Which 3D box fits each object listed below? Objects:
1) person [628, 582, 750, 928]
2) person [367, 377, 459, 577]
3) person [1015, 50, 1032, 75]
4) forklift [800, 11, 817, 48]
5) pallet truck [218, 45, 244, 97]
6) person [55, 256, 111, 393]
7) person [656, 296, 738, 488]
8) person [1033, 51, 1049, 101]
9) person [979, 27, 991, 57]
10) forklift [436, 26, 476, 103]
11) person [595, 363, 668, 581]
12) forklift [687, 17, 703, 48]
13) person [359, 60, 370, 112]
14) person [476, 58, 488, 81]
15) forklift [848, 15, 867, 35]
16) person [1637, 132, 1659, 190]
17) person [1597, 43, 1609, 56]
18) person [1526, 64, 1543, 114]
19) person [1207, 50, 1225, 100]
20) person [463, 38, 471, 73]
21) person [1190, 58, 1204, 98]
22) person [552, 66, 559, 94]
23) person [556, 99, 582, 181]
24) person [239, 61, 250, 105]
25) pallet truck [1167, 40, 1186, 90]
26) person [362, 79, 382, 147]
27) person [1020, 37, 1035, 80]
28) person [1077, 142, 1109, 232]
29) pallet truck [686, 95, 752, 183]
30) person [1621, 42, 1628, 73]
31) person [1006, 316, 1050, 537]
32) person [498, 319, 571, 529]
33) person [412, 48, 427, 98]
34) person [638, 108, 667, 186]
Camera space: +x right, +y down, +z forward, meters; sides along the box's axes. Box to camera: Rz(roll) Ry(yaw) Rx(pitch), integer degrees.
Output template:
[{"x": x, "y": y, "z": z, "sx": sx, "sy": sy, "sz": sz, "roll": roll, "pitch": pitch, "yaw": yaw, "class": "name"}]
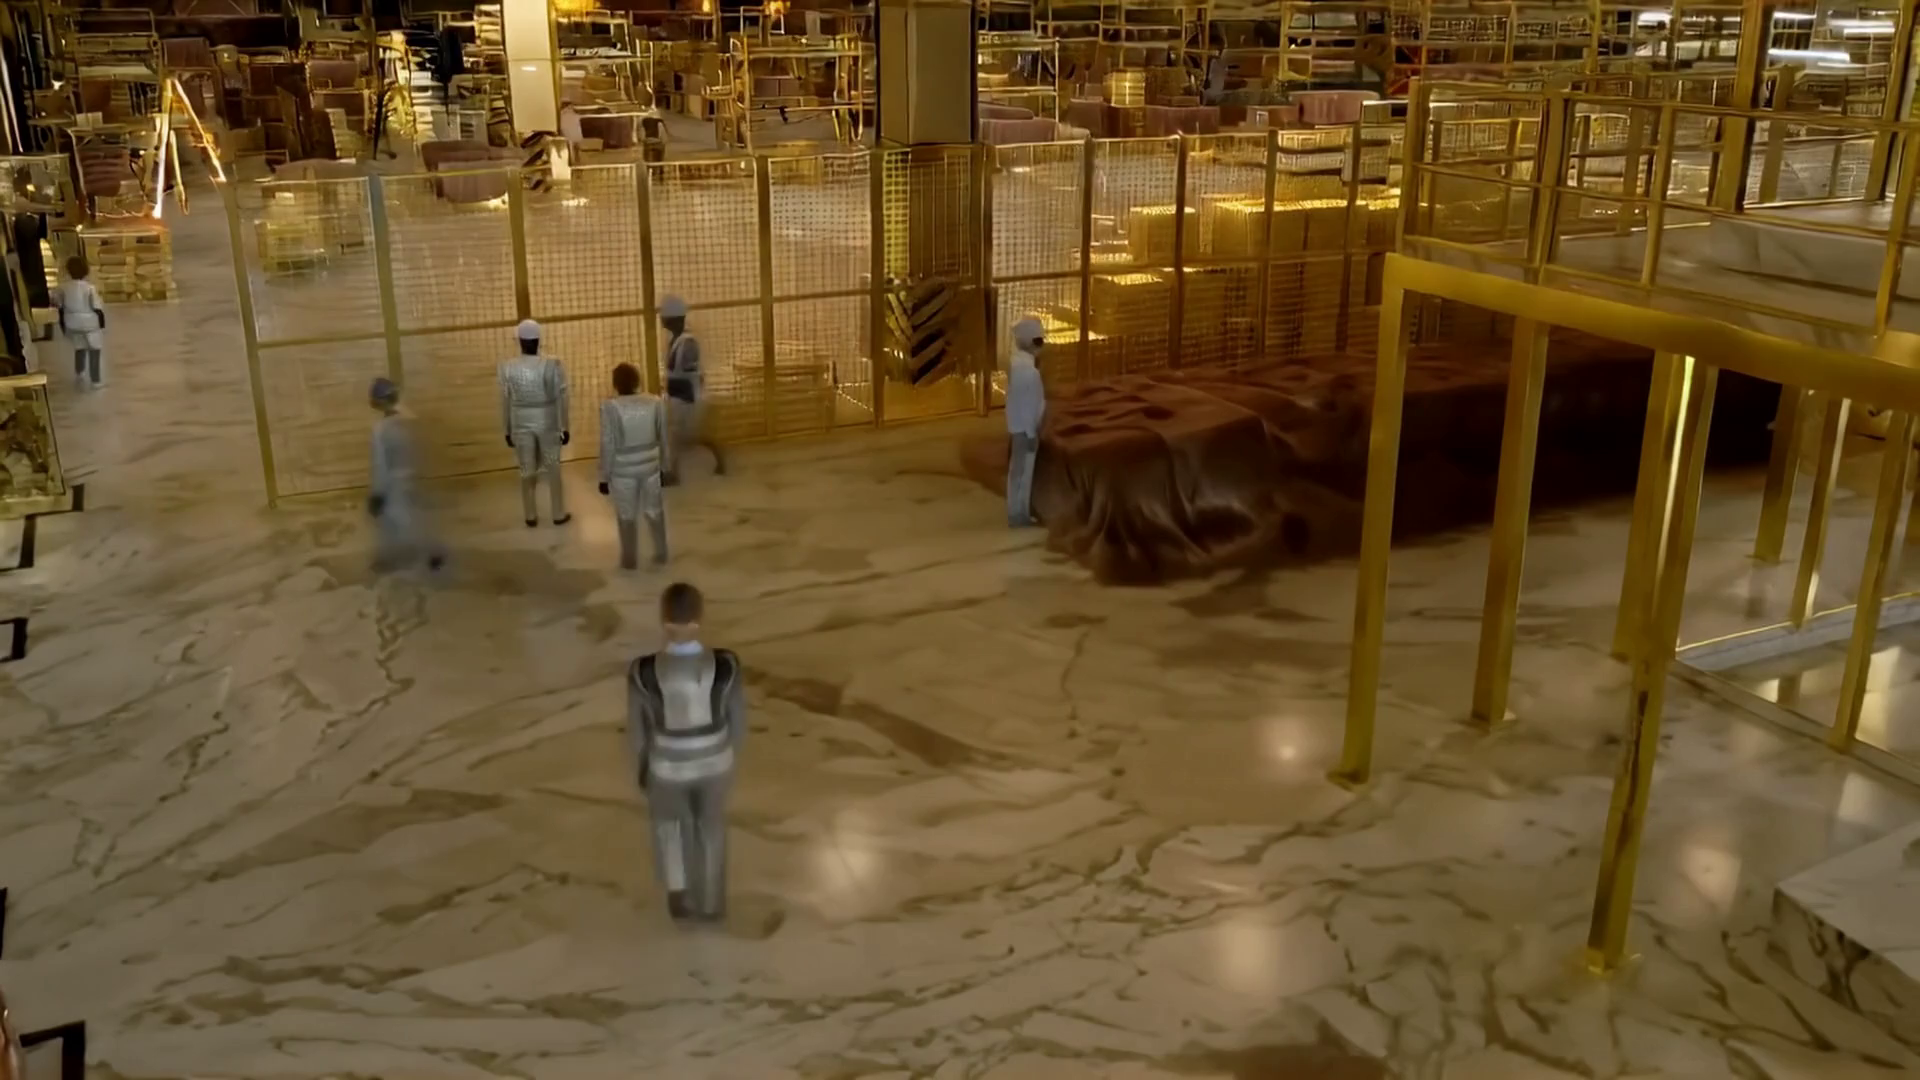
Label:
[{"x": -1.414, "y": 1.141, "z": 8.790, "sx": 0.621, "sy": 1.928, "sz": 0.444, "roll": -3, "pitch": 19, "yaw": -8, "class": "person"}, {"x": -4.643, "y": -0.511, "z": 13.881, "sx": 0.808, "sy": 1.734, "sz": 0.525, "roll": 10, "pitch": 21, "yaw": 27, "class": "person"}, {"x": 2.993, "y": -22.970, "z": 79.192, "sx": 0.836, "sy": 1.600, "sz": 0.518, "roll": -6, "pitch": 20, "yaw": -16, "class": "person"}, {"x": -7.422, "y": -24.767, "z": 82.464, "sx": 1.873, "sy": 2.768, "sz": 1.129, "roll": -9, "pitch": 21, "yaw": -25, "class": "forklift"}, {"x": -28.879, "y": -18.665, "z": 66.111, "sx": 0.823, "sy": 1.965, "sz": 1.885, "roll": -3, "pitch": 19, "yaw": -9, "class": "pallet truck"}, {"x": -10.498, "y": -2.569, "z": 19.918, "sx": 0.585, "sy": 1.680, "sz": 0.408, "roll": 2, "pitch": 19, "yaw": 6, "class": "person"}, {"x": -2.656, "y": -1.480, "z": 16.448, "sx": 0.882, "sy": 1.908, "sz": 0.553, "roll": -9, "pitch": 21, "yaw": -26, "class": "person"}, {"x": 3.076, "y": -17.661, "z": 63.344, "sx": 0.611, "sy": 1.901, "sz": 0.494, "roll": 0, "pitch": 19, "yaw": -1, "class": "person"}, {"x": 1.274, "y": -24.983, "z": 84.427, "sx": 0.611, "sy": 1.996, "sz": 0.379, "roll": 8, "pitch": 21, "yaw": 22, "class": "person"}, {"x": -18.846, "y": -17.774, "z": 62.194, "sx": 1.873, "sy": 2.768, "sz": 1.129, "roll": 3, "pitch": 19, "yaw": 10, "class": "forklift"}, {"x": -2.734, "y": -0.568, "z": 13.891, "sx": 0.624, "sy": 1.841, "sz": 0.430, "roll": -12, "pitch": 22, "yaw": -30, "class": "person"}, {"x": -11.460, "y": -21.235, "z": 72.226, "sx": 1.873, "sy": 2.768, "sz": 1.129, "roll": -9, "pitch": 21, "yaw": -25, "class": "forklift"}, {"x": -21.059, "y": -16.065, "z": 58.873, "sx": 0.535, "sy": 1.792, "sz": 0.952, "roll": 7, "pitch": 20, "yaw": 19, "class": "person"}, {"x": -17.578, "y": -16.869, "z": 61.296, "sx": 0.363, "sy": 1.730, "sz": 0.570, "roll": 11, "pitch": 22, "yaw": 28, "class": "person"}, {"x": -4.705, "y": -22.817, "z": 76.811, "sx": 1.129, "sy": 2.768, "sz": 1.873, "roll": 0, "pitch": 19, "yaw": -1, "class": "forklift"}, {"x": 12.921, "y": -6.721, "z": 31.493, "sx": 0.968, "sy": 2.006, "sz": 0.617, "roll": 7, "pitch": 20, "yaw": 19, "class": "person"}, {"x": 29.667, "y": -22.207, "z": 76.705, "sx": 0.595, "sy": 1.778, "sz": 0.982, "roll": -2, "pitch": 19, "yaw": -5, "class": "person"}, {"x": 20.094, "y": -15.736, "z": 58.078, "sx": 0.532, "sy": 1.693, "sz": 0.319, "roll": 14, "pitch": 23, "yaw": 35, "class": "person"}, {"x": 9.946, "y": -18.080, "z": 64.628, "sx": 0.657, "sy": 1.865, "sz": 0.976, "roll": -9, "pitch": 21, "yaw": -25, "class": "person"}, {"x": -21.748, "y": -21.196, "z": 73.558, "sx": 0.374, "sy": 1.932, "sz": 0.544, "roll": -3, "pitch": 19, "yaw": -9, "class": "person"}, {"x": 8.790, "y": -17.002, "z": 61.737, "sx": 0.540, "sy": 1.698, "sz": 0.317, "roll": -10, "pitch": 21, "yaw": -26, "class": "person"}, {"x": -14.441, "y": -15.986, "z": 58.504, "sx": 0.644, "sy": 1.900, "sz": 0.999, "roll": -11, "pitch": 22, "yaw": -28, "class": "person"}, {"x": -9.321, "y": -9.466, "z": 39.480, "sx": 0.642, "sy": 1.968, "sz": 0.690, "roll": -9, "pitch": 21, "yaw": -25, "class": "person"}, {"x": -26.364, "y": -16.865, "z": 61.474, "sx": 0.705, "sy": 1.617, "sz": 0.525, "roll": 5, "pitch": 20, "yaw": 15, "class": "person"}, {"x": 9.045, "y": -19.971, "z": 69.895, "sx": 0.823, "sy": 1.965, "sz": 1.885, "roll": -3, "pitch": 19, "yaw": -8, "class": "pallet truck"}, {"x": -16.829, "y": -12.241, "z": 47.654, "sx": 0.356, "sy": 1.887, "sz": 0.572, "roll": 6, "pitch": 20, "yaw": 17, "class": "person"}, {"x": 3.096, "y": -21.806, "z": 75.373, "sx": 0.655, "sy": 1.888, "sz": 0.985, "roll": -5, "pitch": 20, "yaw": -15, "class": "person"}, {"x": 2.600, "y": -6.785, "z": 31.945, "sx": 0.542, "sy": 1.819, "sz": 0.973, "roll": -18, "pitch": 26, "yaw": -42, "class": "person"}, {"x": -5.836, "y": -9.608, "z": 39.856, "sx": 0.823, "sy": 1.965, "sz": 1.885, "roll": 10, "pitch": 22, "yaw": 27, "class": "pallet truck"}, {"x": 30.611, "y": -22.049, "z": 76.355, "sx": 0.530, "sy": 1.722, "sz": 0.903, "roll": -3, "pitch": 19, "yaw": -7, "class": "person"}, {"x": 0.596, "y": -1.024, "z": 14.974, "sx": 0.375, "sy": 1.996, "sz": 0.608, "roll": -4, "pitch": 19, "yaw": -10, "class": "person"}, {"x": -3.867, "y": -1.056, "z": 15.173, "sx": 0.594, "sy": 1.922, "sz": 0.379, "roll": -2, "pitch": 19, "yaw": -7, "class": "person"}, {"x": -21.210, "y": -18.408, "z": 65.454, "sx": 0.627, "sy": 1.940, "sz": 0.372, "roll": -11, "pitch": 22, "yaw": -30, "class": "person"}, {"x": -7.216, "y": -9.236, "z": 39.107, "sx": 0.637, "sy": 1.792, "sz": 0.982, "roll": -1, "pitch": 19, "yaw": -4, "class": "person"}]
